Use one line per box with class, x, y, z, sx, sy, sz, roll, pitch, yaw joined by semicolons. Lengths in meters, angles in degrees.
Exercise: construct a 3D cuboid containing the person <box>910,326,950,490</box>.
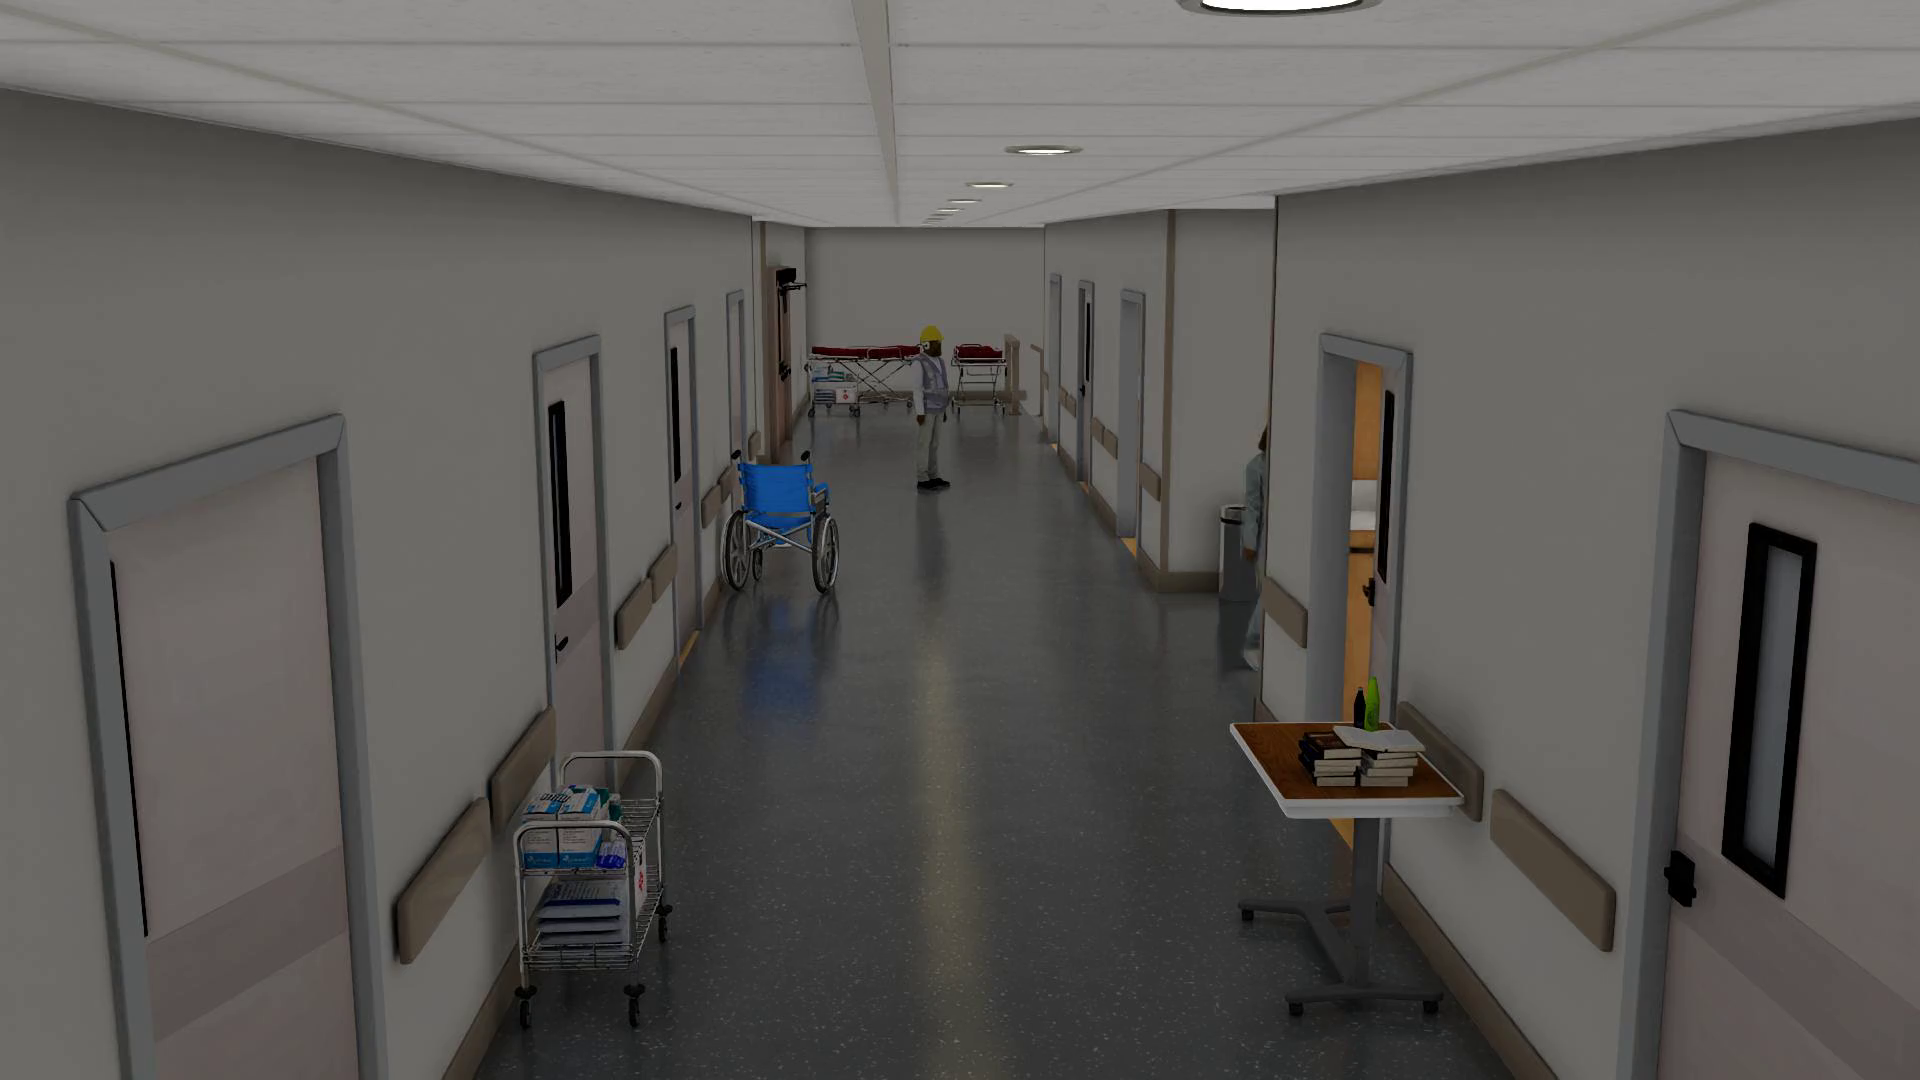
person;-0.318;-1.484;18.694;0.403;1.837;0.590;5;11;27
